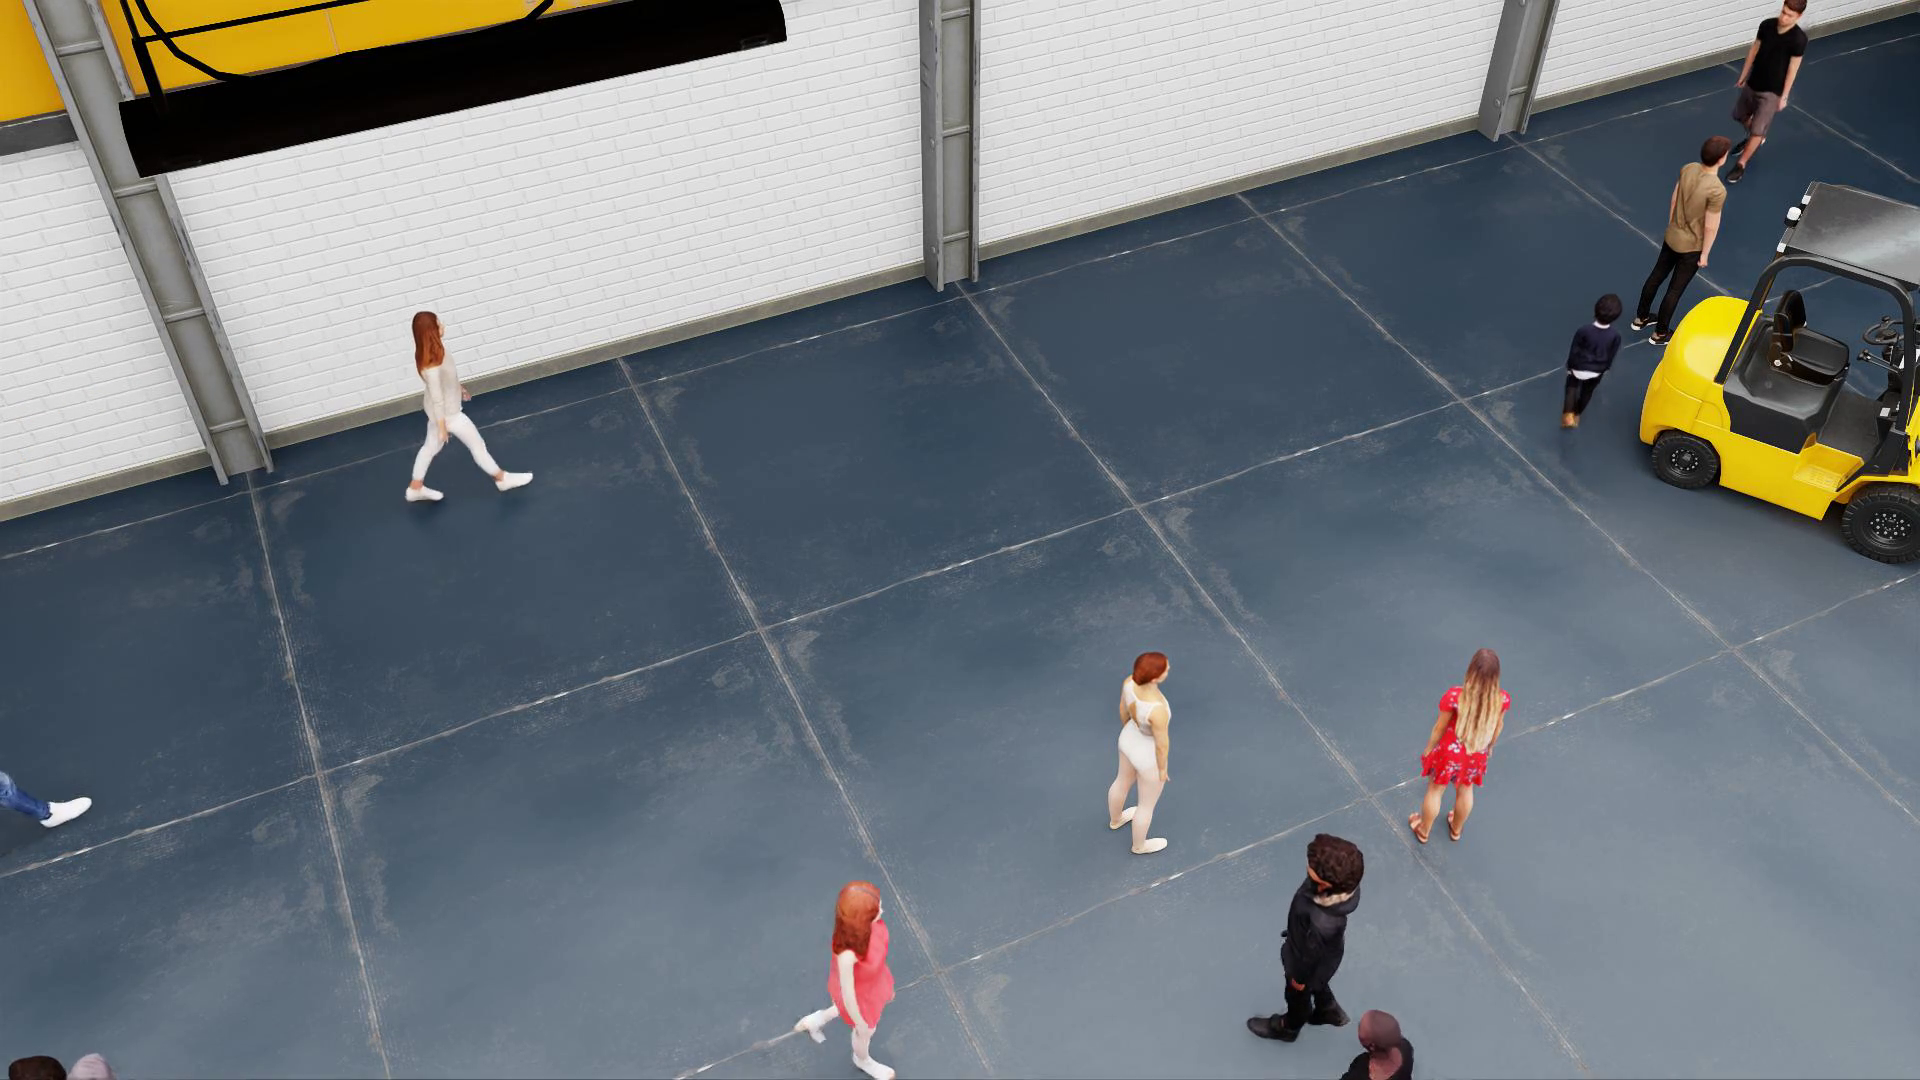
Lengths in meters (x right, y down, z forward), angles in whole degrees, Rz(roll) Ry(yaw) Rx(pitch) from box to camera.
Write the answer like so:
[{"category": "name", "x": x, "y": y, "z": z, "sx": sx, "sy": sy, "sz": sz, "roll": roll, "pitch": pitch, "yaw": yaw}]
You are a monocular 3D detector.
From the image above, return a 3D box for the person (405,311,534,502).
[{"category": "person", "x": -3.798, "y": -0.908, "z": 11.969, "sx": 1.134, "sy": 1.672, "sz": 0.584, "roll": -18, "pitch": 46, "yaw": -18}]

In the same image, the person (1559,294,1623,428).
[{"category": "person", "x": 4.834, "y": -1.334, "z": 12.745, "sx": 0.668, "sy": 1.218, "sz": 0.720, "roll": 8, "pitch": 44, "yaw": 8}]

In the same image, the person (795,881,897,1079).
[{"category": "person", "x": -0.602, "y": 2.271, "z": 8.531, "sx": 0.933, "sy": 1.810, "sz": 0.853, "roll": 5, "pitch": 44, "yaw": 6}]

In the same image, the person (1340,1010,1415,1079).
[{"category": "person", "x": 2.009, "y": 2.837, "z": 7.992, "sx": 0.871, "sy": 1.736, "sz": 0.809, "roll": 25, "pitch": 49, "yaw": 24}]

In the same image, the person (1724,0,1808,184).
[{"category": "person", "x": 7.461, "y": -4.183, "z": 15.286, "sx": 0.931, "sy": 1.838, "sz": 0.751, "roll": -18, "pitch": 47, "yaw": -18}]

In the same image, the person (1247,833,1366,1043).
[{"category": "person", "x": 1.922, "y": 2.141, "z": 8.696, "sx": 0.913, "sy": 1.772, "sz": 0.850, "roll": 14, "pitch": 45, "yaw": 14}]

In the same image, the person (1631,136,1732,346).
[{"category": "person", "x": 5.854, "y": -2.430, "z": 13.436, "sx": 0.590, "sy": 1.850, "sz": 0.677, "roll": -13, "pitch": 45, "yaw": -14}]

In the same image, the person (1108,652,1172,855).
[{"category": "person", "x": 1.066, "y": 1.231, "z": 9.743, "sx": 0.497, "sy": 1.644, "sz": 0.570, "roll": -22, "pitch": 48, "yaw": -22}]

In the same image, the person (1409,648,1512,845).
[{"category": "person", "x": 2.937, "y": 1.230, "z": 9.781, "sx": 0.599, "sy": 1.593, "sz": 0.709, "roll": -1, "pitch": 44, "yaw": -1}]
